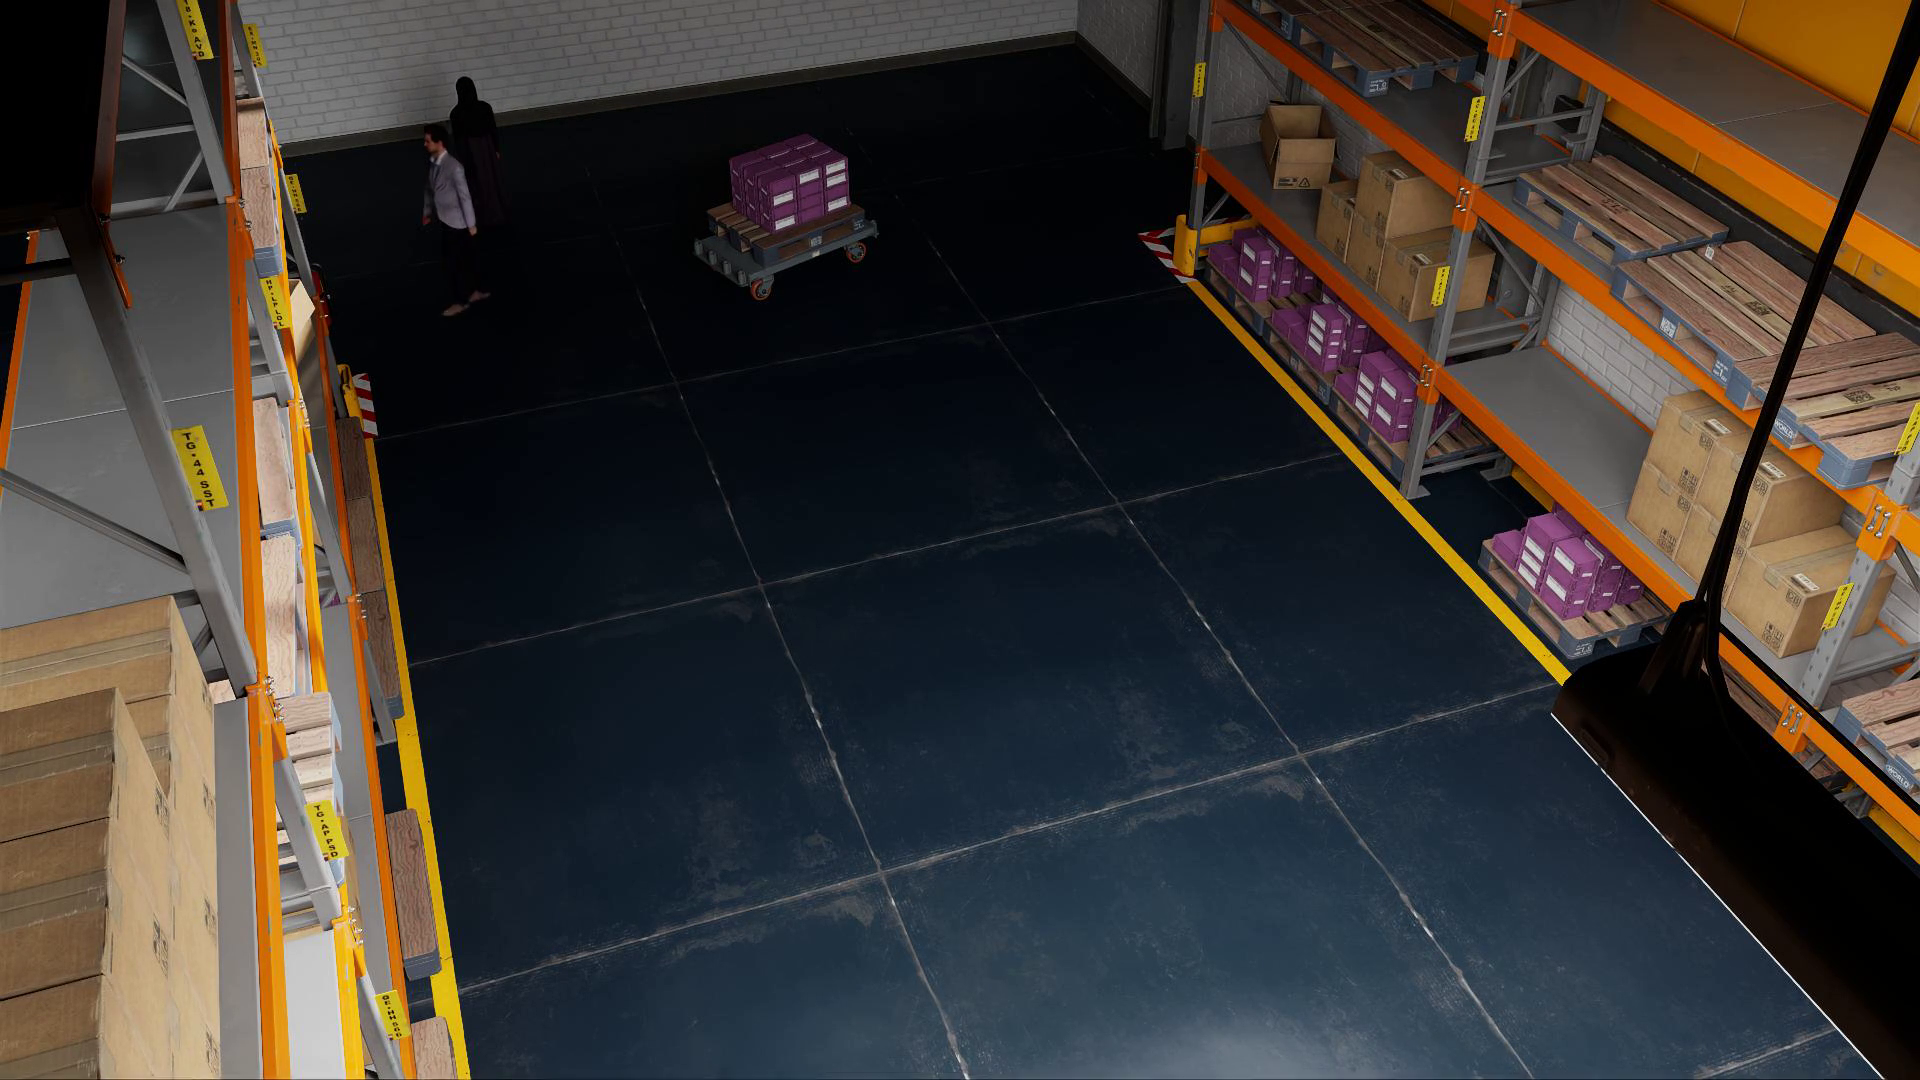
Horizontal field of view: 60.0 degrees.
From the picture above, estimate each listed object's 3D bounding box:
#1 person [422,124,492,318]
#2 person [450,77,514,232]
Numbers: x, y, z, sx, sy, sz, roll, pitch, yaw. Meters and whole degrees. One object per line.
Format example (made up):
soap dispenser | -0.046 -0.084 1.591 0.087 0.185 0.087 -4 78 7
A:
person | -4.638 -3.025 15.480 0.853 1.831 0.816 -24 44 -27
person | -4.852 -3.898 16.747 0.630 1.615 0.629 -19 42 -23
